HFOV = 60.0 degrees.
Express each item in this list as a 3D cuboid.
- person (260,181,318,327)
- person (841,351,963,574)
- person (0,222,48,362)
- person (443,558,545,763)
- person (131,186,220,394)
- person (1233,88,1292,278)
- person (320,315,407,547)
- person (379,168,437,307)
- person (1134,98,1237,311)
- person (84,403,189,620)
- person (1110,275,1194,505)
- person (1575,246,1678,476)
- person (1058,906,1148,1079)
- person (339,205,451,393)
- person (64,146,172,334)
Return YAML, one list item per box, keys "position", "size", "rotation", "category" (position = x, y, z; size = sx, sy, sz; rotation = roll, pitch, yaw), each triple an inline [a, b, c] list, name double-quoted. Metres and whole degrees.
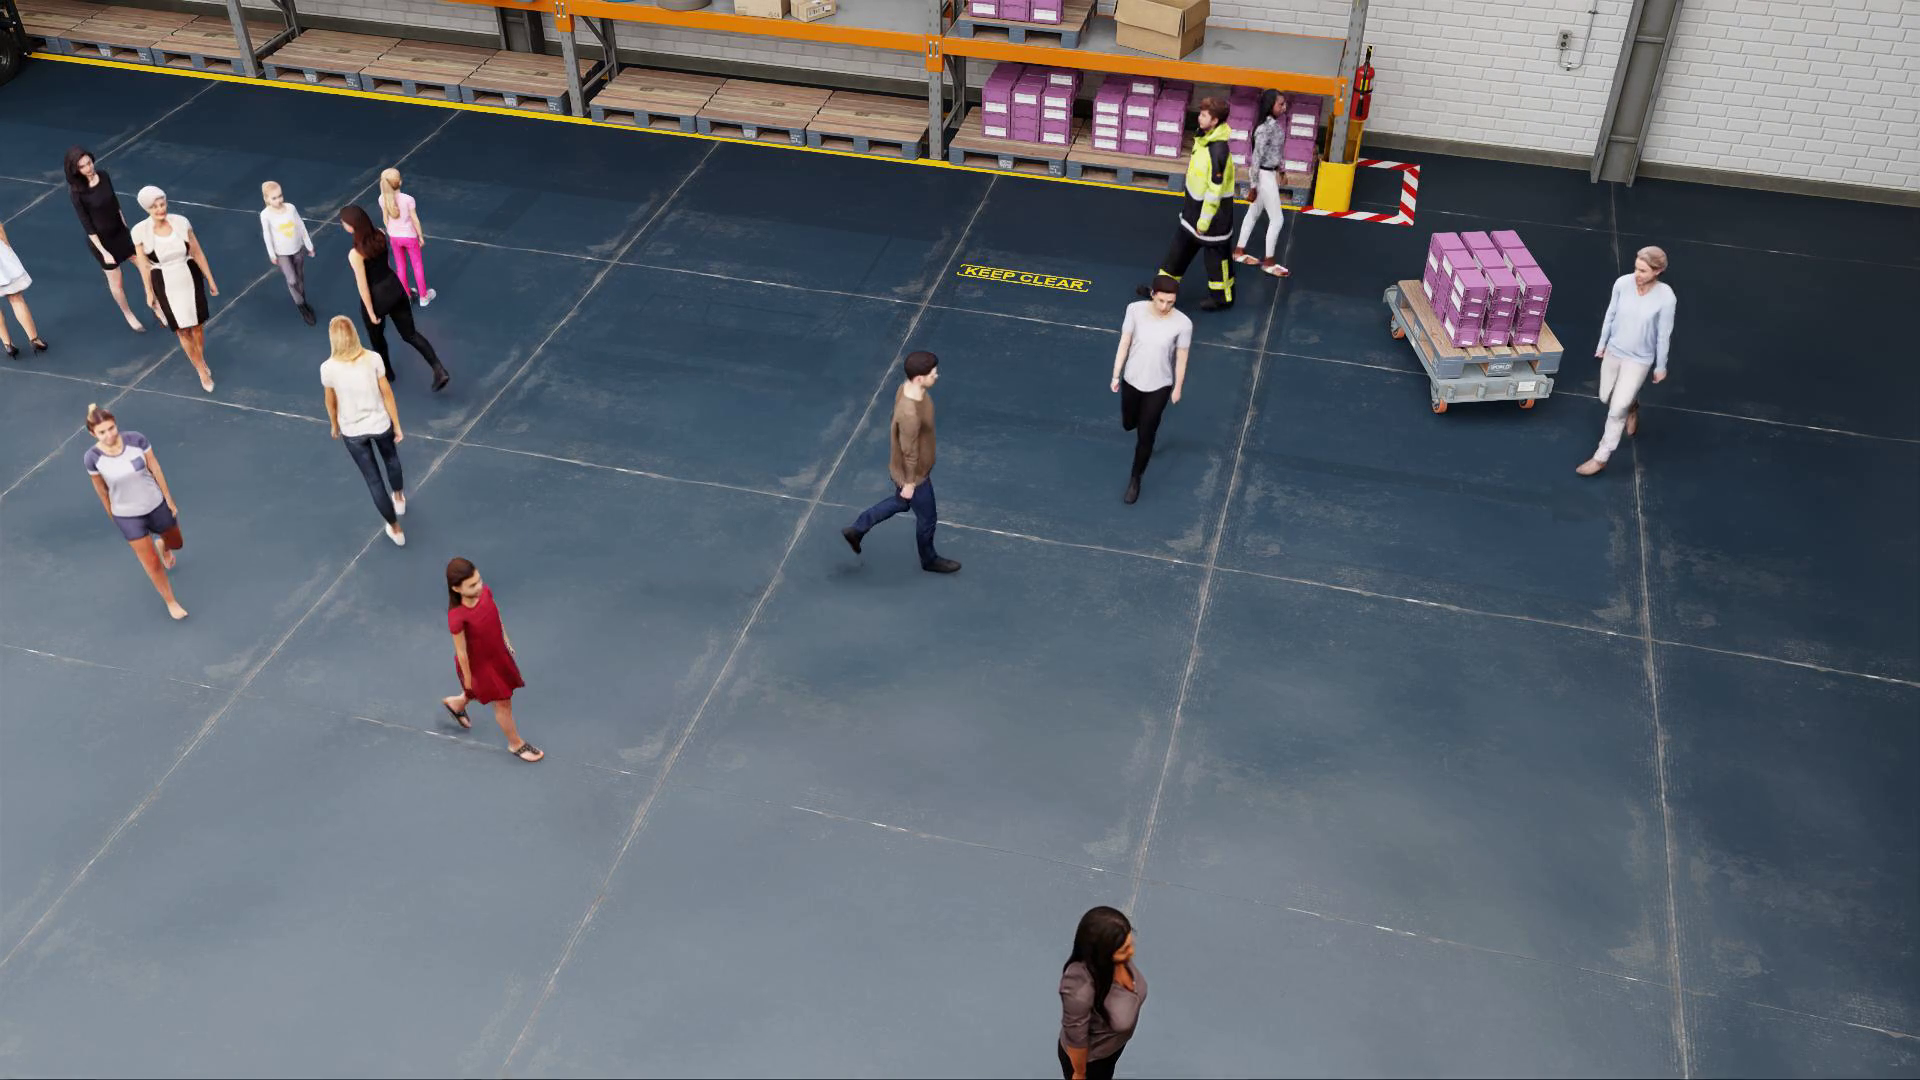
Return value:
- position: [-5.823, -2.524, 14.344]
  size: [0.767, 1.267, 0.665]
  rotation: [29, 47, 31]
  category: "person"
- position: [-0.405, -0.503, 11.338]
  size: [1.171, 1.861, 0.899]
  rotation: [-4, 39, -5]
  category: "person"
- position: [-7.981, -2.299, 13.626]
  size: [0.821, 1.812, 0.899]
  rotation: [-9, 40, -11]
  category: "person"
- position: [-2.950, 0.695, 10.099]
  size: [0.925, 1.535, 0.558]
  rotation: [12, 40, 14]
  category: "person"
- position: [-6.323, -2.066, 13.397]
  size: [0.860, 1.734, 0.921]
  rotation: [-27, 46, -30]
  category: "person"
- position: [2.638, -3.225, 14.869]
  size: [0.827, 1.708, 0.650]
  rotation: [13, 40, 16]
  category: "person"
- position: [-4.121, -0.717, 11.665]
  size: [0.877, 1.787, 0.944]
  rotation: [-22, 44, -25]
  category: "person"
- position: [-4.852, -2.646, 14.493]
  size: [0.477, 1.272, 0.572]
  rotation: [2, 39, 2]
  category: "person"
- position: [2.205, -2.819, 14.170]
  size: [1.271, 1.945, 1.095]
  rotation: [-7, 39, -9]
  category: "person"
- position: [-5.543, -0.244, 11.221]
  size: [0.885, 1.602, 1.013]
  rotation: [-27, 46, -29]
  category: "person"
- position: [1.403, -1.195, 12.226]
  size: [1.050, 1.834, 0.894]
  rotation: [20, 43, 23]
  category: "person"
- position: [5.066, -1.389, 12.448]
  size: [1.188, 1.860, 1.191]
  rotation: [-28, 46, -30]
  category: "person"
- position: [0.613, 2.350, 7.781]
  size: [0.645, 1.841, 0.680]
  rotation: [16, 41, 19]
  category: "person"
- position: [-4.517, -1.893, 13.241]
  size: [1.151, 1.657, 0.740]
  rotation: [18, 42, 22]
  category: "person"
- position: [-7.154, -2.484, 13.887]
  size: [0.733, 1.776, 0.663]
  rotation: [14, 41, 17]
  category: "person"
